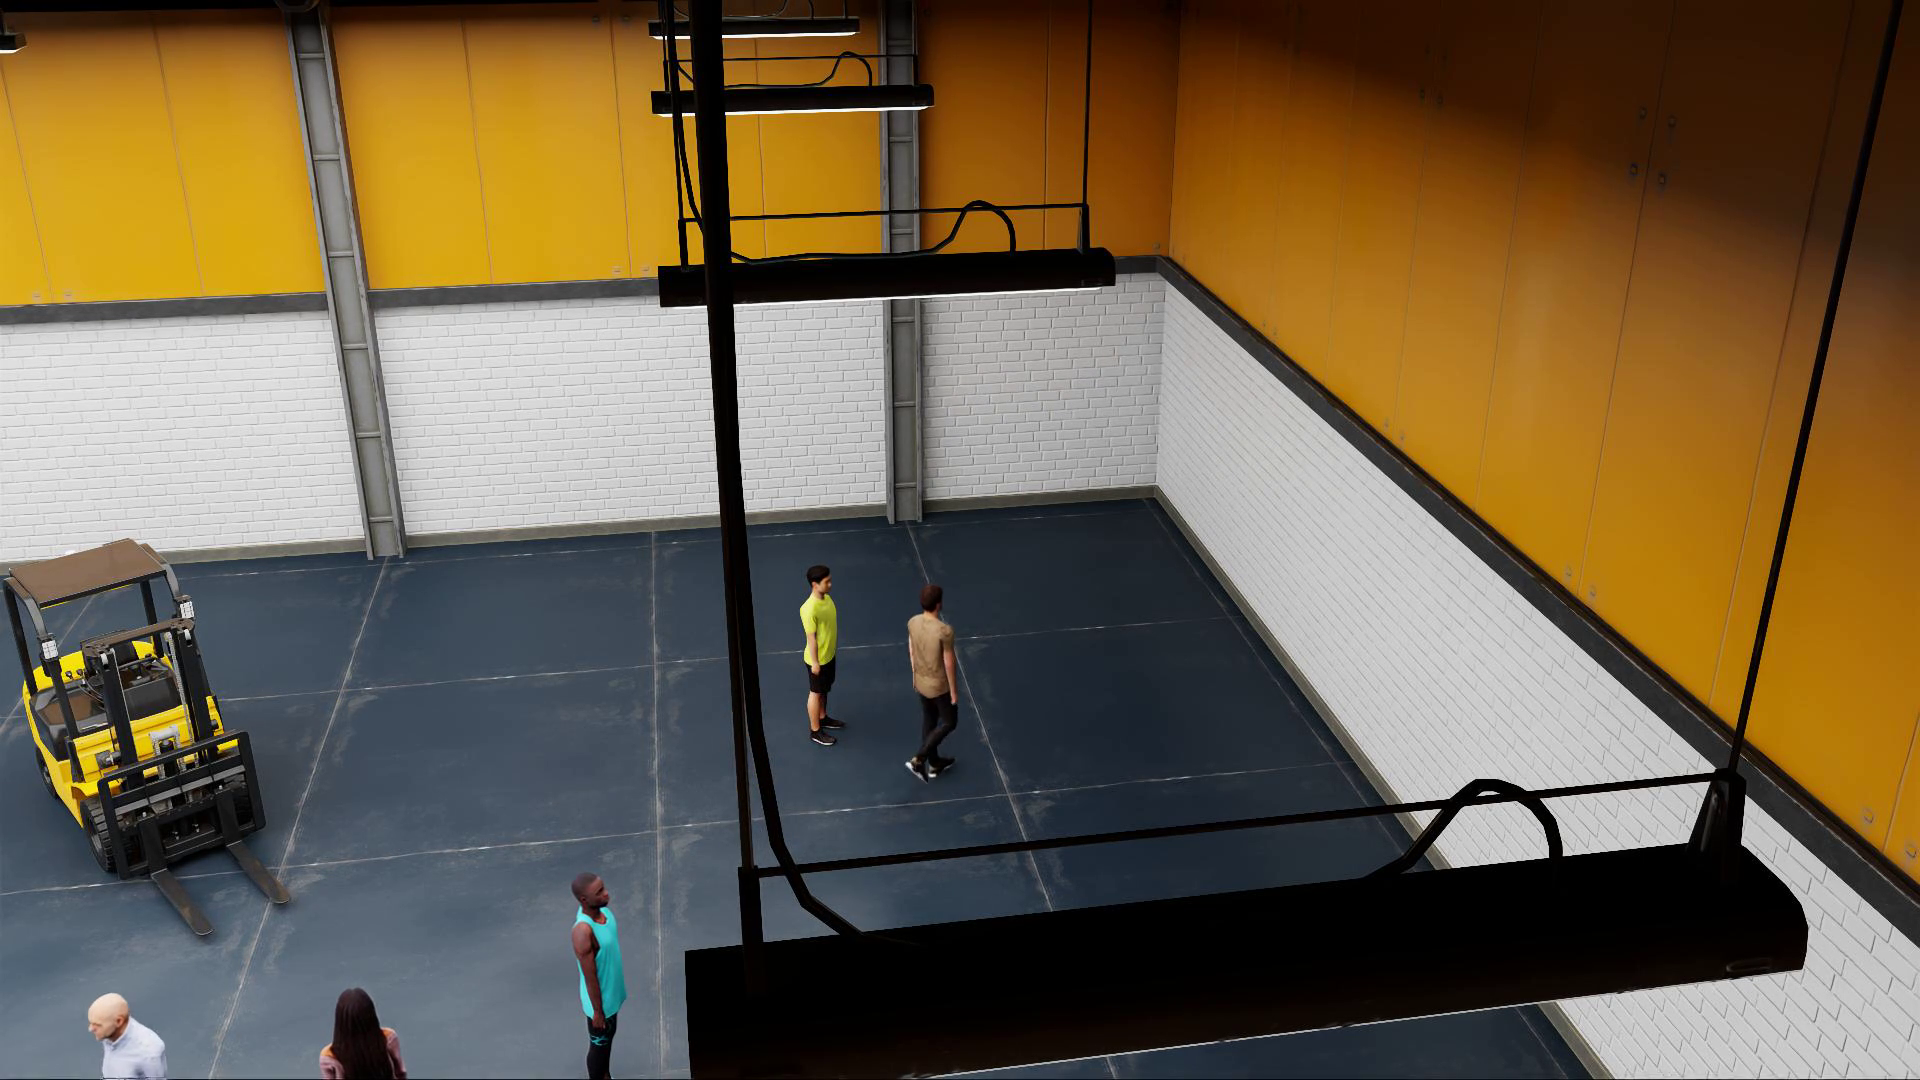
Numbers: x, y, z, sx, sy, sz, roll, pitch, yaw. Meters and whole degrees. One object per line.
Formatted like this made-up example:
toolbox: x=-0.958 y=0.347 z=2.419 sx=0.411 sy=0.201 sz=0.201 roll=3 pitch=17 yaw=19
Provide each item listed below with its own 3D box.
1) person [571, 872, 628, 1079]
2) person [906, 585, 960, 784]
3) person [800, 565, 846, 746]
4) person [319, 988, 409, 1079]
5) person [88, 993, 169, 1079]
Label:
person: x=-2.297 y=2.885 z=10.605 sx=0.569 sy=1.810 sz=0.654 roll=0 pitch=24 yaw=-1
person: x=-0.278 y=1.268 z=14.264 sx=0.951 sy=1.844 sz=1.038 roll=20 pitch=31 yaw=38
person: x=-1.269 y=1.007 z=15.028 sx=0.663 sy=1.709 sz=0.689 roll=5 pitch=24 yaw=11
person: x=-3.363 y=3.336 z=9.572 sx=0.577 sy=1.811 sz=0.739 roll=-12 pitch=26 yaw=-26
person: x=-4.709 y=3.336 z=9.598 sx=0.817 sy=1.790 sz=0.880 roll=13 pitch=27 yaw=28
